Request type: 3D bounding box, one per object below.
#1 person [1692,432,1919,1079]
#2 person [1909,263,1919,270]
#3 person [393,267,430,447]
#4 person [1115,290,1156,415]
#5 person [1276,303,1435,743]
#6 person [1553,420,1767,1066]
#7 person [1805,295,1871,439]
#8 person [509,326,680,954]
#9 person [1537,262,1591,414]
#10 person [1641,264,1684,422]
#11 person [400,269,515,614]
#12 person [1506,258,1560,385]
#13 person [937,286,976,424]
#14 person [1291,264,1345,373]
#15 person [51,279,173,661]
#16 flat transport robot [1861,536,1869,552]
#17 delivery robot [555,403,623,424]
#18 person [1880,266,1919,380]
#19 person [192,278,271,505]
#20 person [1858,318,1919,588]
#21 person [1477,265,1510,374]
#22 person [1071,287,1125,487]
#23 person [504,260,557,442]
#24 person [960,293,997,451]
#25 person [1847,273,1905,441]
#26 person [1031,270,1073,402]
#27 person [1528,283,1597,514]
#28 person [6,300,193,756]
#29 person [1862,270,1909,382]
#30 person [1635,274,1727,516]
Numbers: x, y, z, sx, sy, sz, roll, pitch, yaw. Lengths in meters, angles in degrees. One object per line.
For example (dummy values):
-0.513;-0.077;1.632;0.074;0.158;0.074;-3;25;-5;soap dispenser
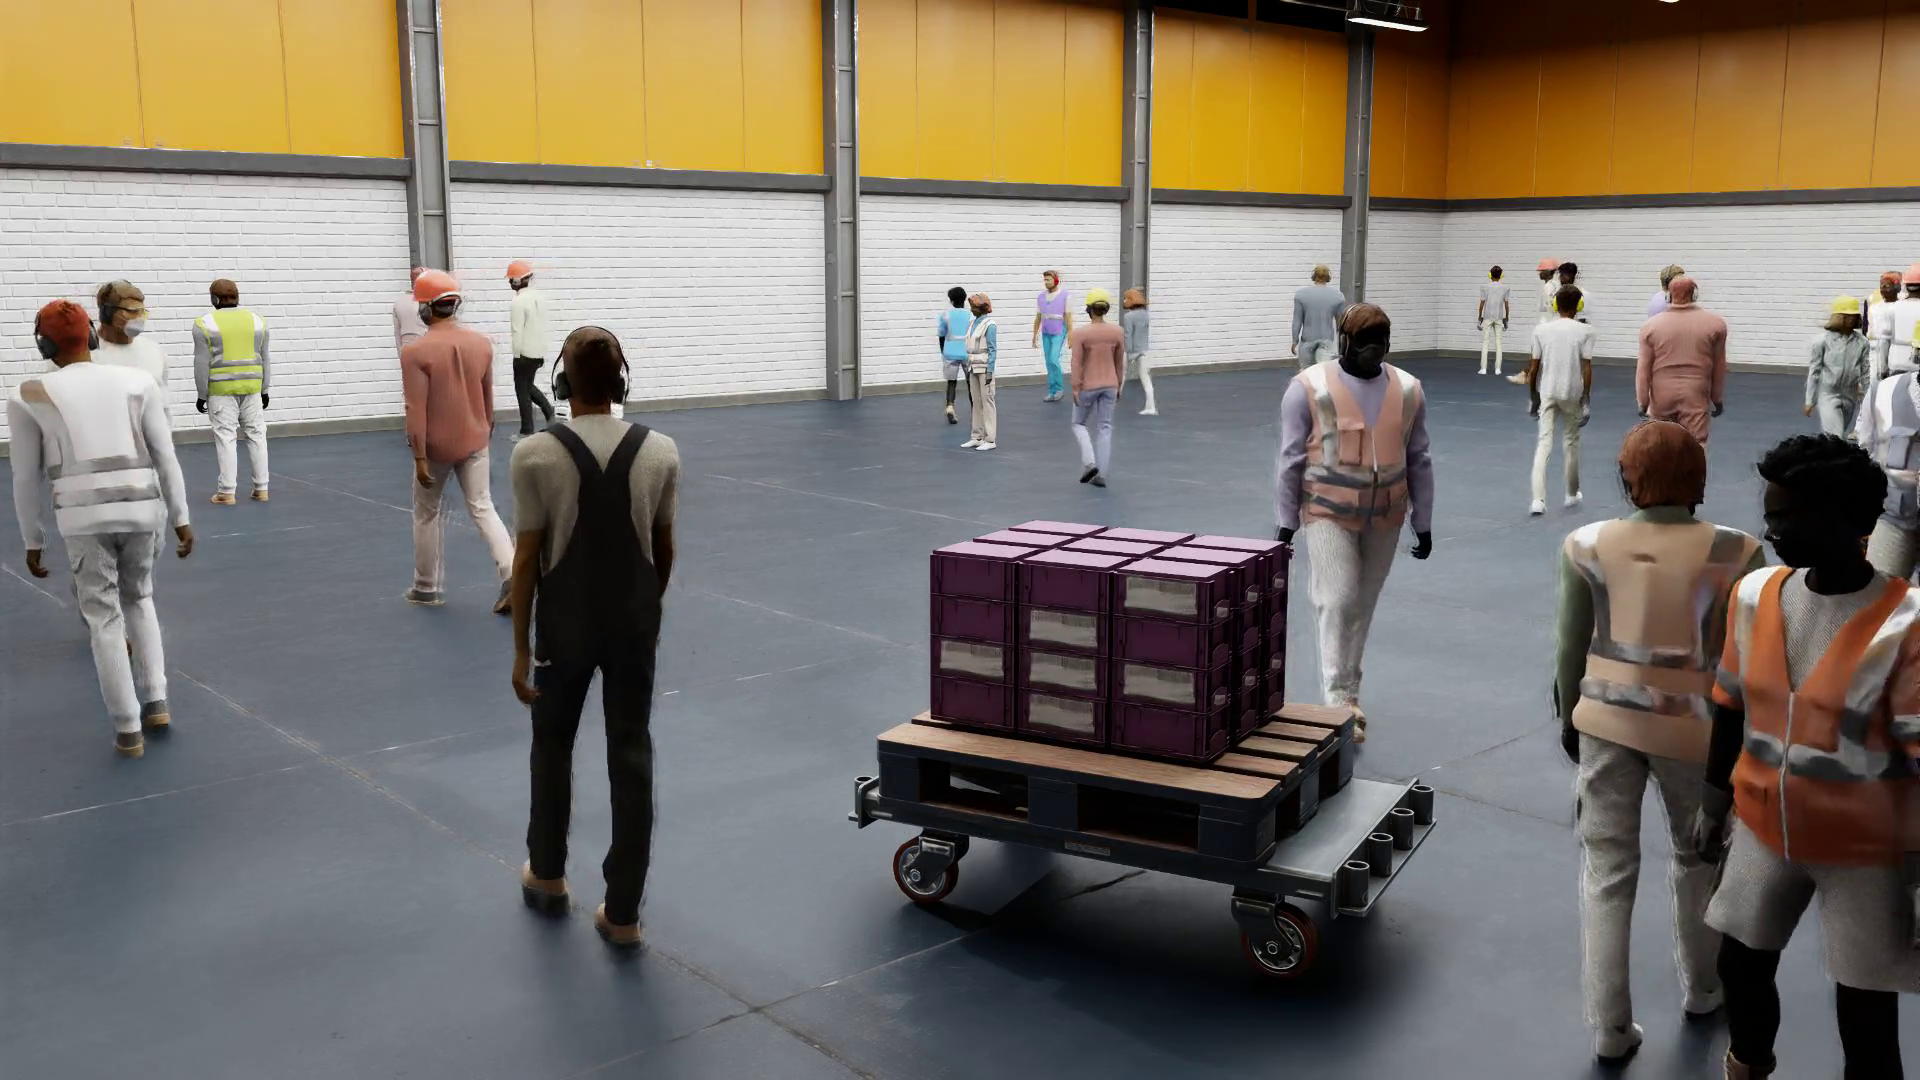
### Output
1.810;0.616;3.414;0.464;1.675;0.614;-5;11;-28;person
12.451;-2.633;21.676;0.374;1.932;0.542;4;10;21;person
-5.666;-1.927;17.615;0.652;1.906;0.403;5;11;29;person
2.176;-2.401;21.312;0.822;1.592;0.508;9;13;43;person
1.698;-0.060;6.925;0.654;1.819;0.756;-2;10;-11;person
1.810;0.494;4.289;0.535;1.602;0.751;7;12;36;person
7.340;-1.196;13.931;0.497;1.701;0.876;-1;10;-6;person
-1.112;0.270;5.018;0.524;1.809;0.820;-4;10;-22;person
7.662;-2.549;21.140;0.802;1.933;0.618;-6;11;-32;person
7.131;-1.812;16.847;0.370;1.940;0.627;7;12;34;person
-2.839;-0.549;9.425;0.956;1.960;0.616;9;13;42;person
9.182;-3.396;26.004;1.066;1.986;0.636;6;11;30;person
-0.012;-2.207;20.005;0.547;1.654;0.641;0;10;2;person
4.492;-2.488;20.868;0.666;1.914;0.780;2;10;9;person
-4.323;-0.363;8.444;0.649;1.920;0.649;5;11;28;person
6.423;-0.033;11.306;1.431;0.197;0.652;1;10;4;flat transport robot
-3.976;-1.337;17.824;0.477;0.478;0.707;9;13;44;delivery robot
9.394;-1.742;16.466;0.524;1.927;0.561;-8;12;-38;person
-5.955;-1.211;13.615;0.429;1.844;0.623;9;13;43;person
4.072;-0.076;7.044;0.626;1.807;0.709;7;12;37;person
9.138;-3.763;28.505;0.515;1.862;0.314;2;10;10;person
1.194;-1.339;14.609;0.535;1.750;0.378;-3;10;-16;person
-4.672;-2.037;18.042;0.501;1.976;0.633;2;10;13;person
0.222;-1.756;17.397;0.310;1.640;0.514;-5;11;-27;person
10.239;-2.016;18.312;0.957;1.851;0.574;-6;11;-30;person
1.269;-2.812;23.015;0.612;1.827;0.509;9;13;41;person
4.753;-1.118;13.194;0.524;1.810;1.000;6;11;30;person
-3.508;-0.047;6.814;0.605;1.842;0.601;-8;13;-39;person
12.730;-2.779;22.847;0.430;1.829;0.634;-5;11;-26;person
5.614;-1.123;12.980;0.657;1.885;0.757;4;10;21;person
